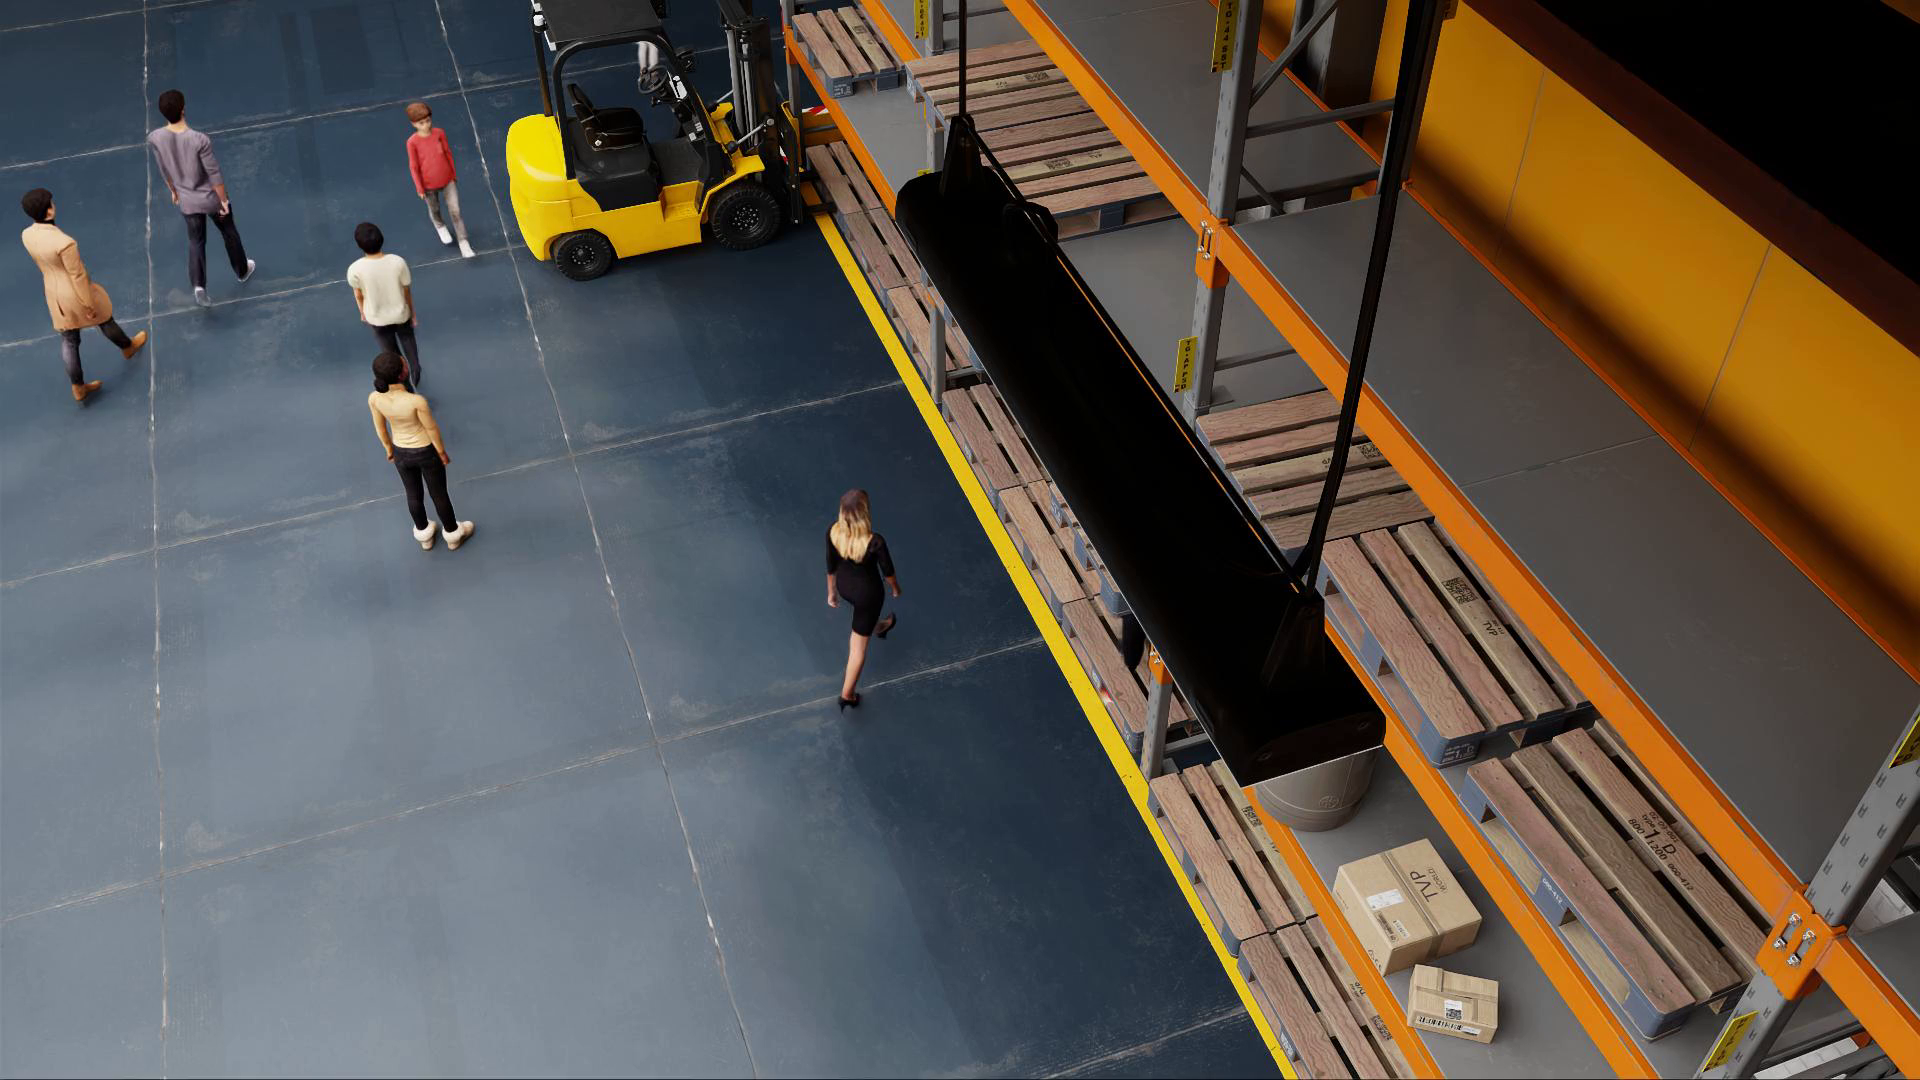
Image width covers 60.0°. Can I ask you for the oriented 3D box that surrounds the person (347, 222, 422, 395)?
[{"bbox_3d":[-4.307,-1.656,12.615,0.658,1.573,0.725,-23,48,-23],"label":"person"}]

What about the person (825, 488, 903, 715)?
[{"bbox_3d":[-0.661,0.420,10.401,1.062,1.623,1.091,20,47,20],"label":"person"}]

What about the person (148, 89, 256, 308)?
[{"bbox_3d":[-6.246,-2.760,13.594,0.881,1.821,1.131,0,44,0],"label":"person"}]

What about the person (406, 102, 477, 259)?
[{"bbox_3d":[-4.528,-3.118,14.288,0.657,1.383,0.953,-22,48,-22],"label":"person"}]

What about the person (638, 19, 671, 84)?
[{"bbox_3d":[-3.100,-5.209,16.398,0.713,1.500,0.628,-34,53,-31],"label":"person"}]

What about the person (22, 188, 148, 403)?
[{"bbox_3d":[-6.854,-1.832,12.723,1.063,1.679,1.224,10,45,10],"label":"person"}]

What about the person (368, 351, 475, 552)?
[{"bbox_3d":[-3.747,-0.599,11.444,0.683,1.658,0.687,5,44,5],"label":"person"}]
